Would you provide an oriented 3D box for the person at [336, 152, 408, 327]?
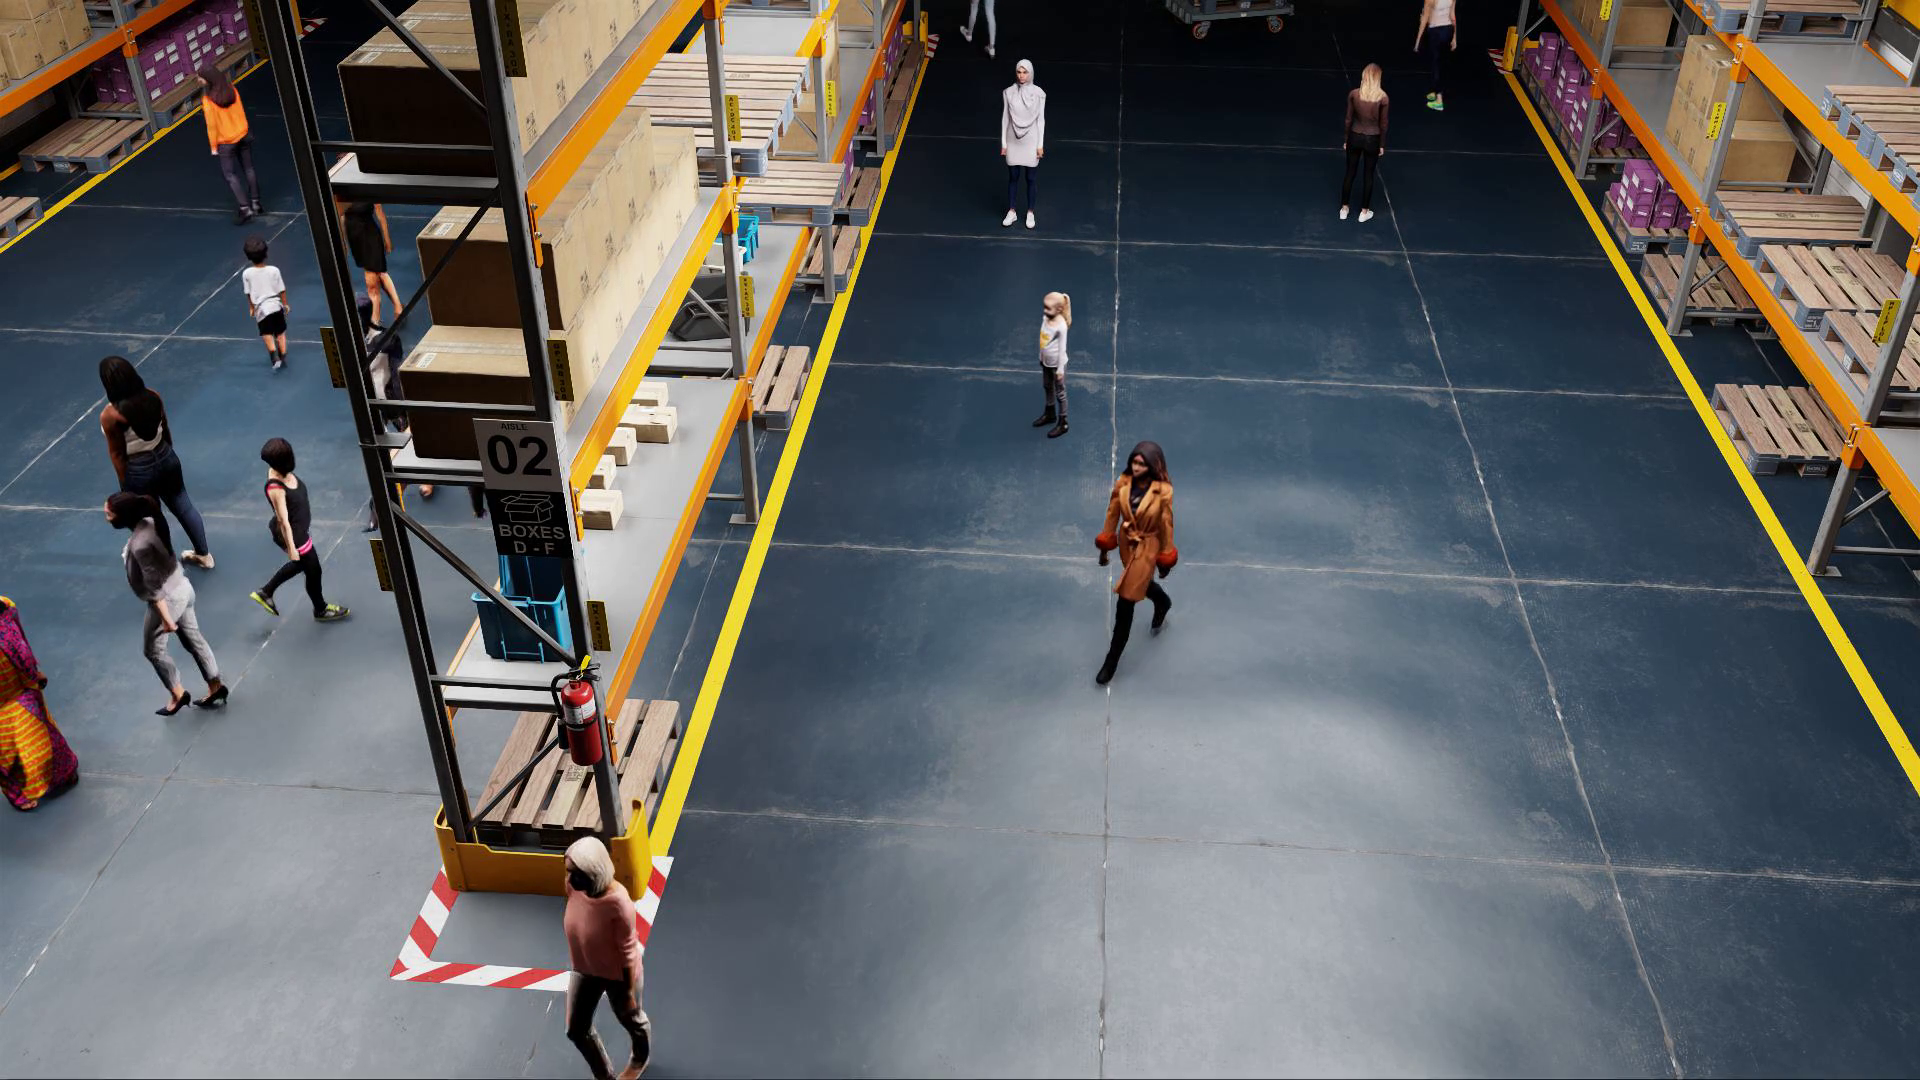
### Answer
[{"bbox_3d":[-5.420,-2.720,15.335,0.610,1.789,1.139,4,34,6],"label":"person"}]

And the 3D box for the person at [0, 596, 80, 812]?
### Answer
[{"bbox_3d":[-5.784,0.856,10.044,0.826,1.690,0.743,20,39,27],"label":"person"}]

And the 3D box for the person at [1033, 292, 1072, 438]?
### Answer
[{"bbox_3d":[0.800,-1.497,13.959,0.626,1.275,0.551,-18,38,-25],"label":"person"}]

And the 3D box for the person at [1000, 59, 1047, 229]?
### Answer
[{"bbox_3d":[0.664,-4.186,17.551,0.632,1.776,0.548,6,34,9],"label":"person"}]

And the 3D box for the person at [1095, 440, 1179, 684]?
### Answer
[{"bbox_3d":[1.243,0.079,11.227,1.124,1.675,1.311,23,40,31],"label":"person"}]

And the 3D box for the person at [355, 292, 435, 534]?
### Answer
[{"bbox_3d":[-4.356,-1.054,12.774,0.748,1.848,1.198,6,34,8],"label":"person"}]

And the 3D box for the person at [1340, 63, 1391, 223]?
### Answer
[{"bbox_3d":[4.290,-4.226,17.677,0.668,1.704,0.630,15,37,22],"label":"person"}]

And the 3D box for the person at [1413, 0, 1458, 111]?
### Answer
[{"bbox_3d":[5.997,-6.185,20.655,0.777,1.669,0.842,-10,35,-14],"label":"person"}]

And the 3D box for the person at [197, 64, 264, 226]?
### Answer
[{"bbox_3d":[-7.713,-4.256,17.702,0.841,1.726,0.693,28,43,35],"label":"person"}]

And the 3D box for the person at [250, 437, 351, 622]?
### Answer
[{"bbox_3d":[-4.696,-0.035,11.531,0.803,1.527,0.870,-10,35,-15],"label":"person"}]

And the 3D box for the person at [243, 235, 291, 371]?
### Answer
[{"bbox_3d":[-6.181,-2.083,14.864,0.663,1.249,0.751,-16,37,-22],"label":"person"}]

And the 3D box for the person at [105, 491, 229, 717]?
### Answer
[{"bbox_3d":[-5.024,0.408,10.756,0.789,1.648,0.704,-6,34,-9],"label":"person"}]

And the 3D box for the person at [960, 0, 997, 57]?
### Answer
[{"bbox_3d":[0.359,-7.410,22.470,0.992,1.699,1.230,-14,36,-20],"label":"person"}]

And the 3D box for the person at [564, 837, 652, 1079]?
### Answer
[{"bbox_3d":[-1.683,2.057,8.214,0.744,1.715,0.802,19,38,26],"label":"person"}]

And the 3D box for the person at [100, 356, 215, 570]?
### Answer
[{"bbox_3d":[-5.822,-0.499,11.976,0.777,1.807,0.668,17,37,23],"label":"person"}]
